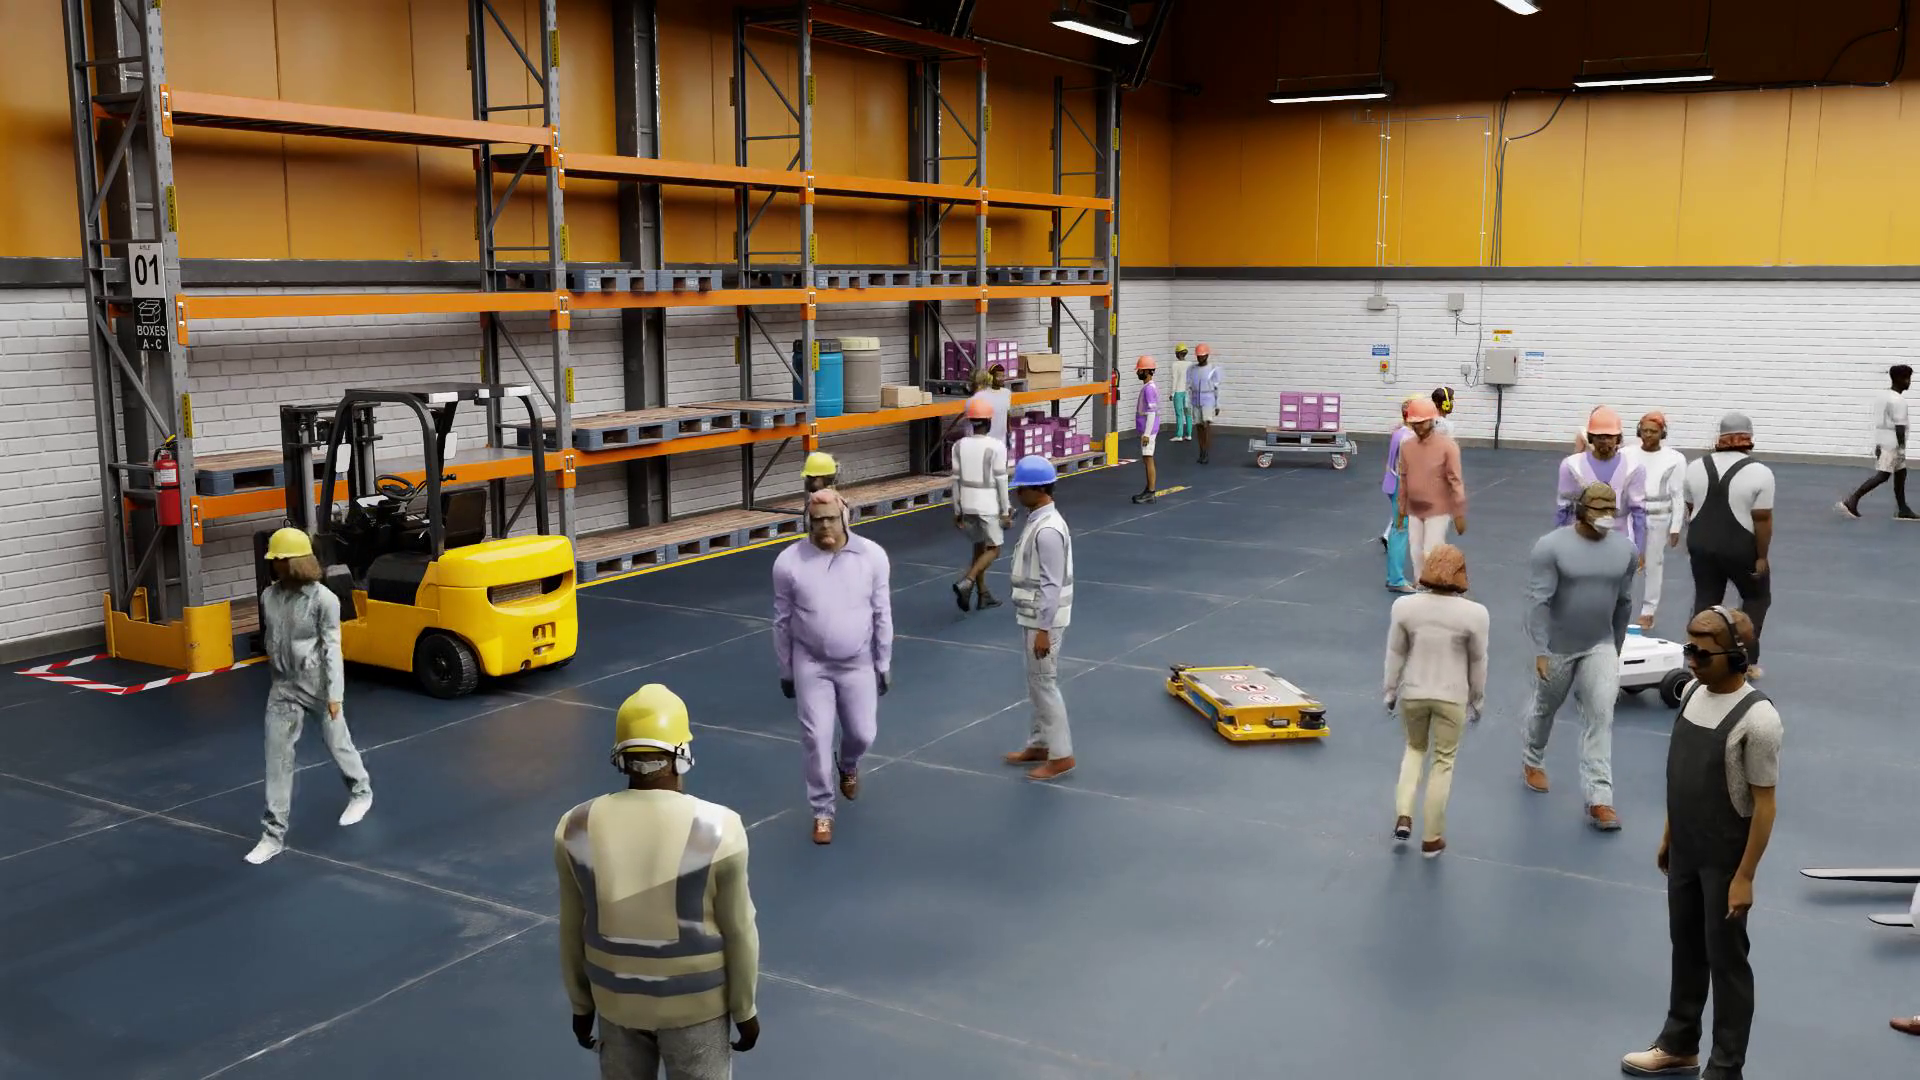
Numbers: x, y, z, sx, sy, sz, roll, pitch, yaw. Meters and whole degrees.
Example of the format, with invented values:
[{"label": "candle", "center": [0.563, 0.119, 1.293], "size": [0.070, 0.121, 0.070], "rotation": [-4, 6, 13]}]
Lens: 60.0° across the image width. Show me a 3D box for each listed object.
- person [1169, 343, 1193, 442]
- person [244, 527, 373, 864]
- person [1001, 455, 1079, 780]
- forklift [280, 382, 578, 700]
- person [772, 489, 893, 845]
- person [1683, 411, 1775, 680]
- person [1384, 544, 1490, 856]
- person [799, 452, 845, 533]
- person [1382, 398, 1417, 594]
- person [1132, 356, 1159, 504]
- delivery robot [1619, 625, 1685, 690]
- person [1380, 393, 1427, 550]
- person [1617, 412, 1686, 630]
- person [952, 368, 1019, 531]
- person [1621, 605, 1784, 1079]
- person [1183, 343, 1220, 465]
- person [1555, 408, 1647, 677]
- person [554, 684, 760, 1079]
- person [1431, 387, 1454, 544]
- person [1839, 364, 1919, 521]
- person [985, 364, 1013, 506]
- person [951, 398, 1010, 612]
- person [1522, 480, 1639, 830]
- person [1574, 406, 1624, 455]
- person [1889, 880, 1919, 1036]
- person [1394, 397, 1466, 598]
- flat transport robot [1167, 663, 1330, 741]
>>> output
[{"label": "person", "center": [3.962, -2.643, 29.826], "size": [0.526, 1.769, 0.328], "rotation": [-6, 11, -35]}, {"label": "person", "center": [-3.444, 0.764, 8.774], "size": [0.495, 1.702, 0.910], "rotation": [2, 9, 15]}, {"label": "person", "center": [0.487, 0.459, 9.938], "size": [0.461, 1.943, 0.626], "rotation": [0, 9, -3]}, {"label": "forklift", "center": [-3.974, -0.067, 12.417], "size": [2.313, 2.155, 1.214], "rotation": [5, 11, 30]}, {"label": "person", "center": [-0.688, 0.642, 8.960], "size": [0.645, 1.881, 0.642], "rotation": [-1, 9, -9]}, {"label": "person", "center": [5.697, 0.032, 12.276], "size": [0.599, 2.000, 0.686], "rotation": [-7, 12, -39]}, {"label": "person", "center": [2.465, 0.827, 8.623], "size": [0.498, 1.618, 0.358], "rotation": [6, 11, 32]}, {"label": "person", "center": [-0.998, 0.247, 11.815], "size": [0.481, 1.747, 0.553], "rotation": [-4, 10, -23]}, {"label": "person", "center": [4.191, -0.423, 15.732], "size": [0.391, 1.841, 0.564], "rotation": [2, 9, 12]}, {"label": "person", "center": [2.428, -1.440, 21.783], "size": [0.357, 1.936, 0.551], "rotation": [1, 9, 5]}, {"label": "delivery robot", "center": [4.681, 0.834, 11.601], "size": [0.707, 0.478, 0.477], "rotation": [-3, 10, -19]}, {"label": "person", "center": [4.867, -0.730, 17.997], "size": [0.855, 1.733, 0.522], "rotation": [-5, 10, -29]}, {"label": "person", "center": [5.672, -0.125, 13.842], "size": [0.622, 1.846, 0.888], "rotation": [6, 11, 32]}, {"label": "person", "center": [0.269, -1.039, 19.365], "size": [0.654, 1.934, 0.639], "rotation": [4, 10, 26]}, {"label": "person", "center": [2.703, 1.137, 6.006], "size": [0.346, 1.841, 0.505], "rotation": [-2, 9, -12]}, {"label": "person", "center": [3.793, -2.143, 26.235], "size": [0.548, 1.908, 0.768], "rotation": [5, 11, 30]}, {"label": "person", "center": [4.761, 0.030, 12.350], "size": [0.620, 2.013, 0.783], "rotation": [2, 9, 13]}, {"label": "person", "center": [-0.875, 1.327, 4.883], "size": [0.595, 1.825, 0.403], "rotation": [2, 9, 11]}, {"label": "person", "center": [4.866, -0.617, 16.858], "size": [0.328, 1.872, 0.512], "rotation": [-3, 10, -20]}, {"label": "person", "center": [11.270, -1.185, 20.230], "size": [0.951, 1.932, 0.612], "rotation": [2, 9, 14]}, {"label": "person", "center": [0.453, -1.324, 21.323], "size": [0.505, 1.860, 0.320], "rotation": [-6, 11, -33]}, {"label": "person", "center": [0.150, -0.293, 14.675], "size": [0.555, 1.922, 0.722], "rotation": [7, 11, 36]}, {"label": "person", "center": [3.455, 0.591, 9.313], "size": [0.642, 1.890, 1.053], "rotation": [0, 9, -1]}, {"label": "person", "center": [6.872, -0.632, 17.830], "size": [0.523, 1.591, 0.872], "rotation": [0, 9, 2]}, {"label": "person", "center": [3.876, 1.054, 6.357], "size": [0.418, 1.894, 0.659], "rotation": [5, 10, 29]}, {"label": "person", "center": [4.016, -0.242, 14.243], "size": [0.559, 1.965, 0.621], "rotation": [-6, 11, -31]}, {"label": "flat transport robot", "center": [1.926, 1.075, 11.275], "size": [0.652, 0.197, 1.431], "rotation": [-2, 9, -10]}]
